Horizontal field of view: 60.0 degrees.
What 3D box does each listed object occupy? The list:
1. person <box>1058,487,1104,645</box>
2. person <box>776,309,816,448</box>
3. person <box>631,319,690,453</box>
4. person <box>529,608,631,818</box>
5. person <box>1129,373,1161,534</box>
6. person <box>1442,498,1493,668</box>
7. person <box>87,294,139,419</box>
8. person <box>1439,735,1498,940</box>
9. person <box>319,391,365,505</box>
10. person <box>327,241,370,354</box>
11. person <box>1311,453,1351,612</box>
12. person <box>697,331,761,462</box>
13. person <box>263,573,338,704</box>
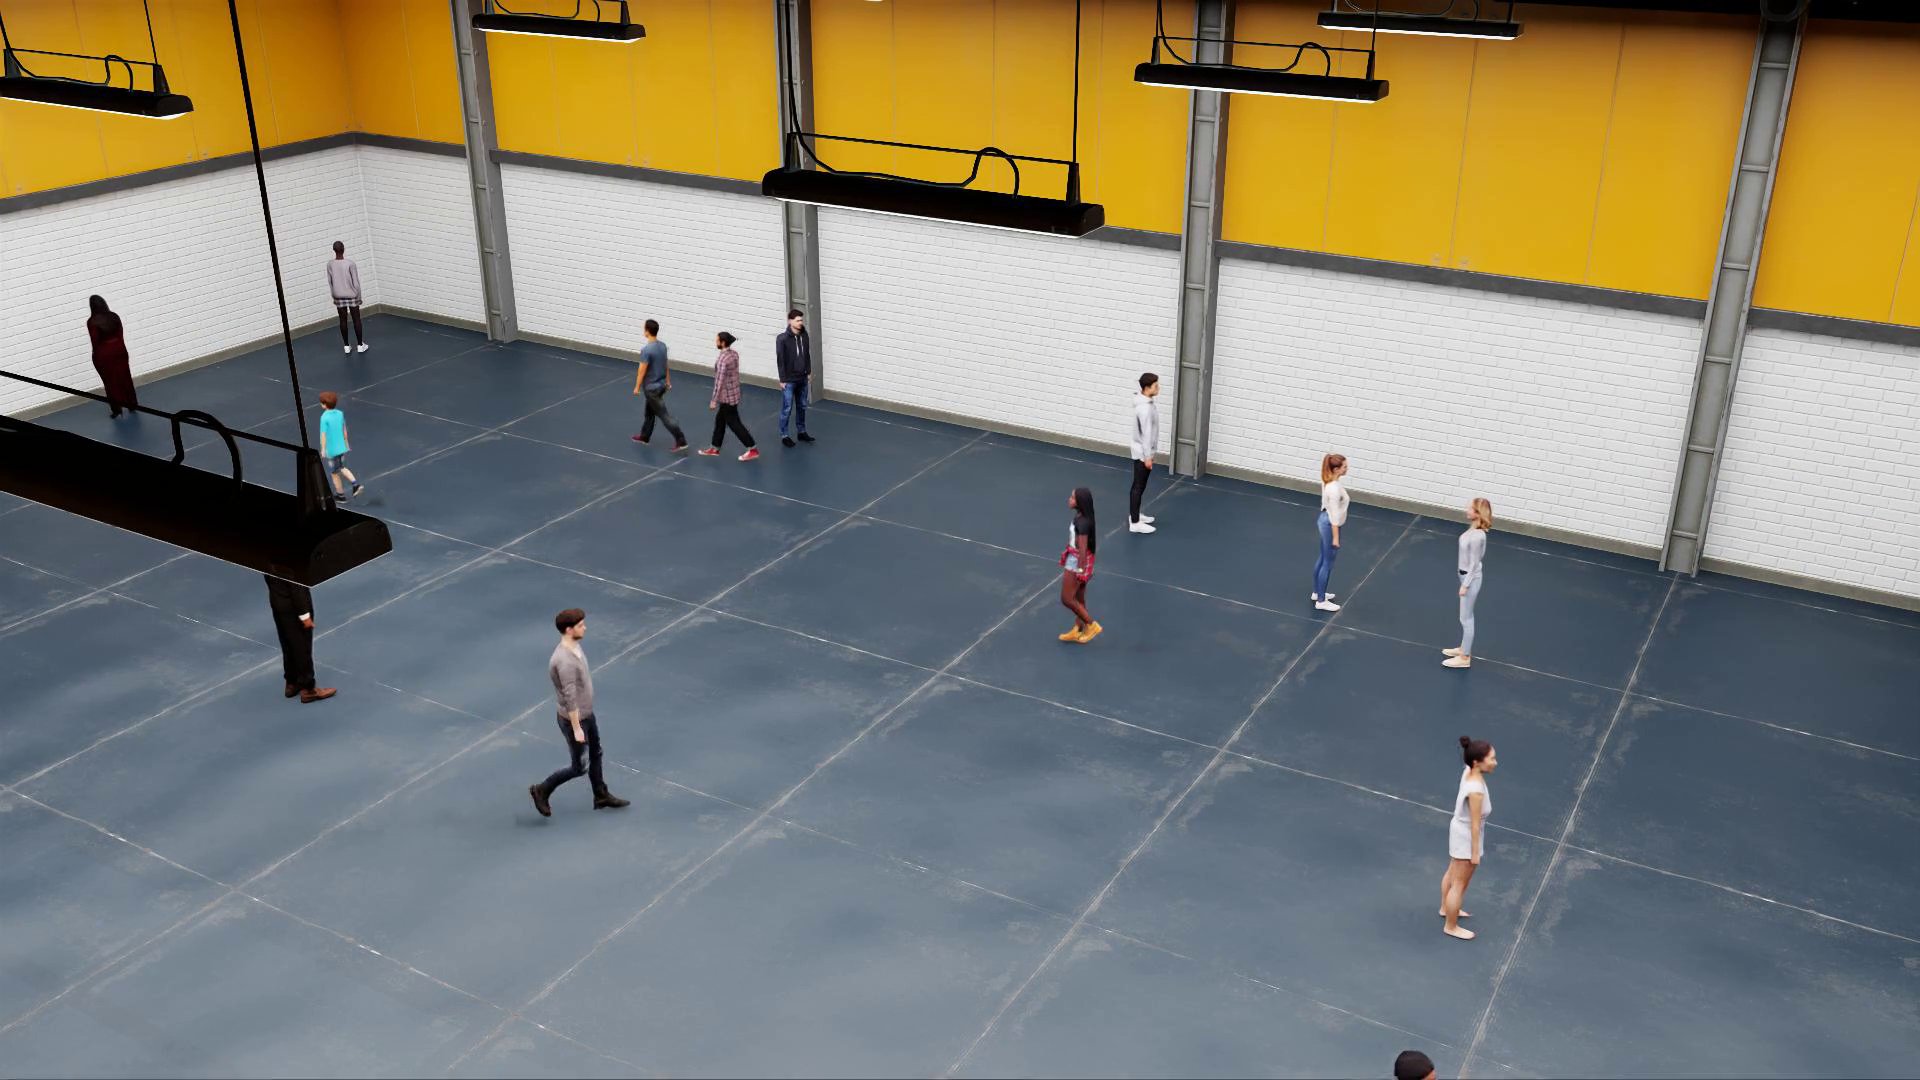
[{"bbox_3d":[1.297,0.280,16.808,0.825,1.718,0.752,1,24,3],"label":"person"},{"bbox_3d":[-2.223,-2.185,22.235,0.733,1.887,0.688,-20,30,-38],"label":"person"},{"bbox_3d":[-3.949,-1.992,21.942,1.222,1.769,0.812,8,25,18],"label":"person"},{"bbox_3d":[-3.256,1.481,13.849,1.171,1.888,1.024,-1,24,-1],"label":"person"},{"bbox_3d":[2.152,-1.052,19.593,0.739,1.929,0.764,1,24,3],"label":"person"},{"bbox_3d":[5.033,0.409,16.415,0.592,1.796,0.636,7,24,15],"label":"person"},{"bbox_3d":[-11.905,-2.589,23.322,0.604,1.757,0.657,12,26,25],"label":"person"},{"bbox_3d":[3.811,2.216,12.508,0.602,1.614,0.621,3,24,8],"label":"person"},{"bbox_3d":[-7.604,-1.125,20.369,0.704,1.440,0.591,8,25,18],"label":"person"},{"bbox_3d":[-9.652,-3.827,26.135,0.658,1.771,0.757,-2,24,-5],"label":"person"},{"bbox_3d":[3.928,-0.107,17.690,0.672,1.719,0.684,2,24,4],"label":"person"},{"bbox_3d":[-2.946,-1.839,21.645,1.218,1.727,1.000,2,24,5],"label":"person"},{"bbox_3d":[-6.353,0.629,15.777,0.612,1.904,0.801,19,30,37],"label":"person"}]
